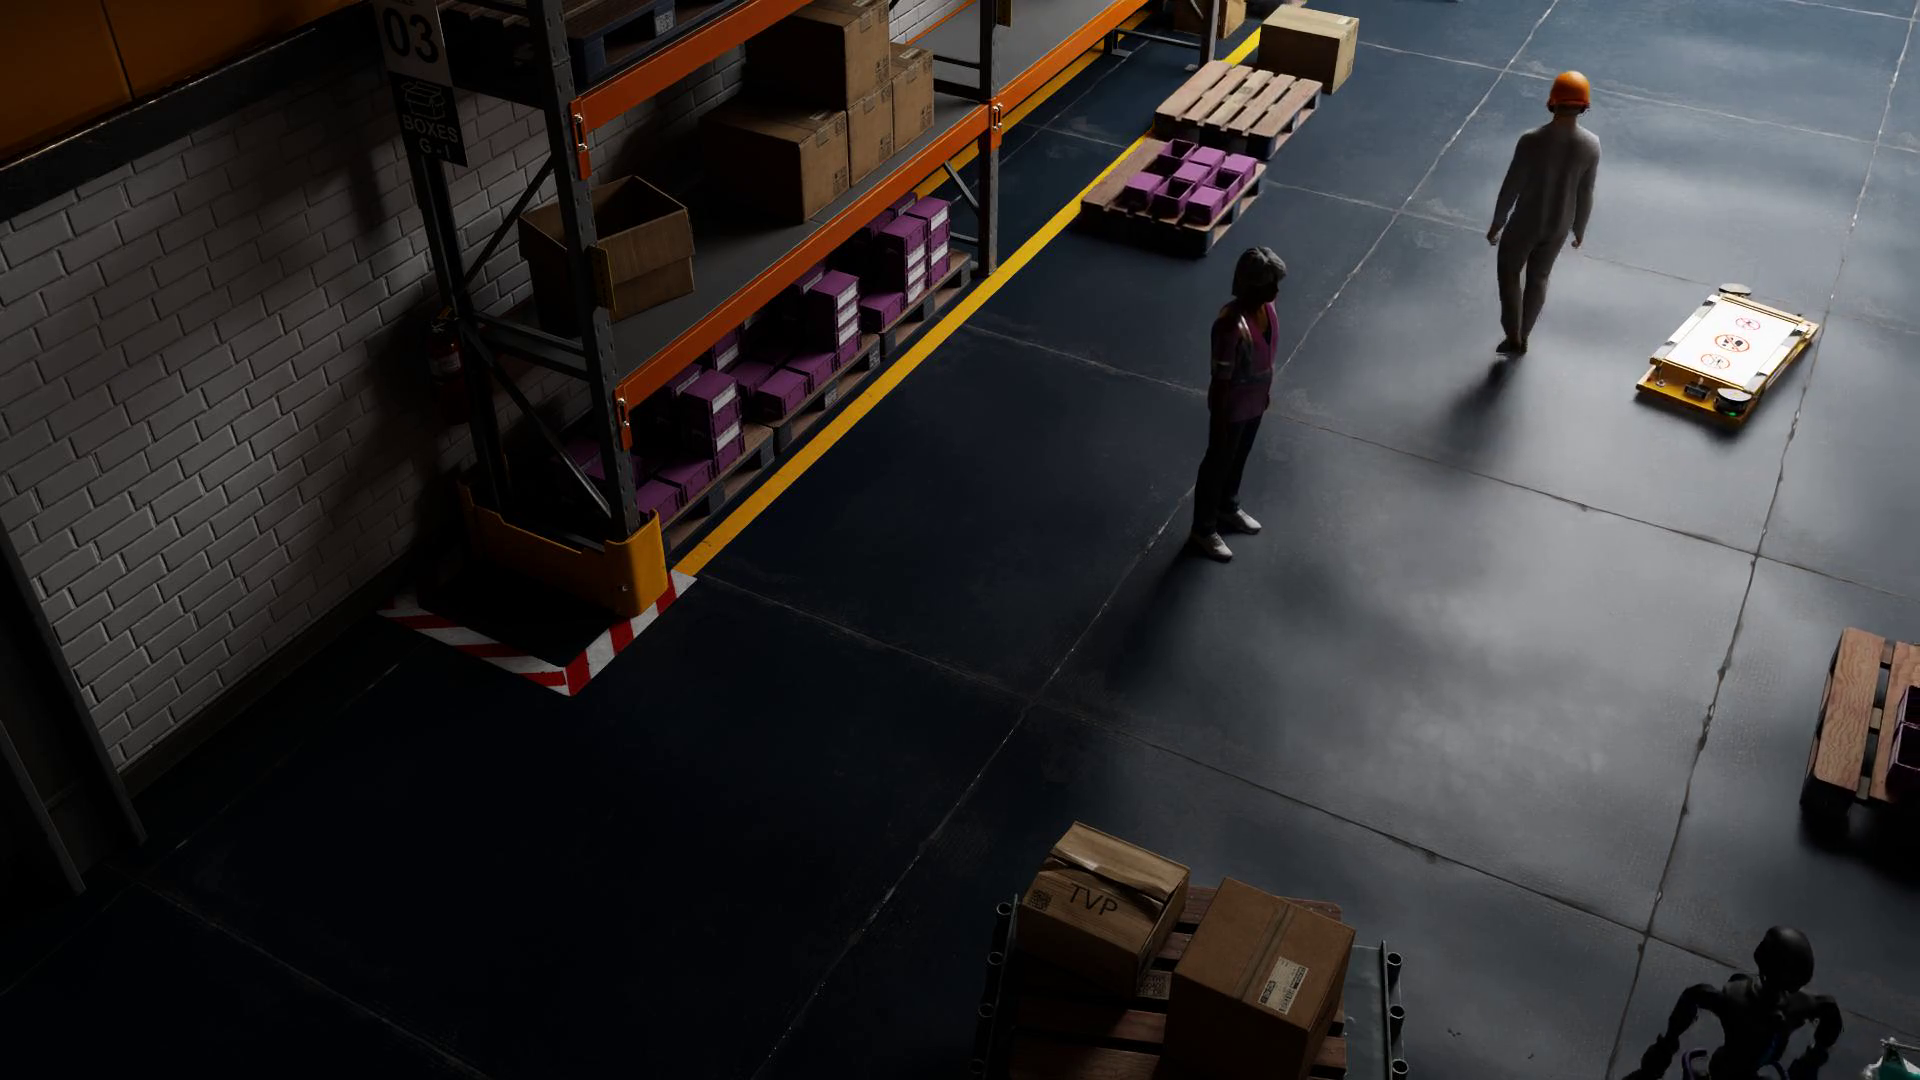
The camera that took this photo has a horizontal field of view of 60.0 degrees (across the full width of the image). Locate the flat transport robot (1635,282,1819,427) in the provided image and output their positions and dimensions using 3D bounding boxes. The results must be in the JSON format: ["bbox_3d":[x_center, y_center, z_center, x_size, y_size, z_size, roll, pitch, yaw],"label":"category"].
[{"bbox_3d":[4.977,-1.214,10.737,0.659,0.231,1.431,28,46,30],"label":"flat transport robot"}]

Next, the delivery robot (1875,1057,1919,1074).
[{"bbox_3d":[3.662,2.277,6.136,0.499,0.584,0.783,-29,47,-31],"label":"delivery robot"}]

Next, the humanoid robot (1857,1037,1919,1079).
[{"bbox_3d":[3.568,1.800,5.843,0.537,1.847,0.750,-29,47,-31],"label":"humanoid robot"}]

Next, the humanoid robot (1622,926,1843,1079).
[{"bbox_3d":[2.619,1.879,5.736,0.590,1.648,0.367,4,39,5],"label":"humanoid robot"}]

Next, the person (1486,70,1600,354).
[{"bbox_3d":[3.636,-1.990,10.425,0.619,1.871,0.576,1,39,2],"label":"person"}]

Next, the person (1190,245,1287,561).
[{"bbox_3d":[1.496,-0.743,8.887,0.317,1.845,0.516,25,45,28],"label":"person"}]
